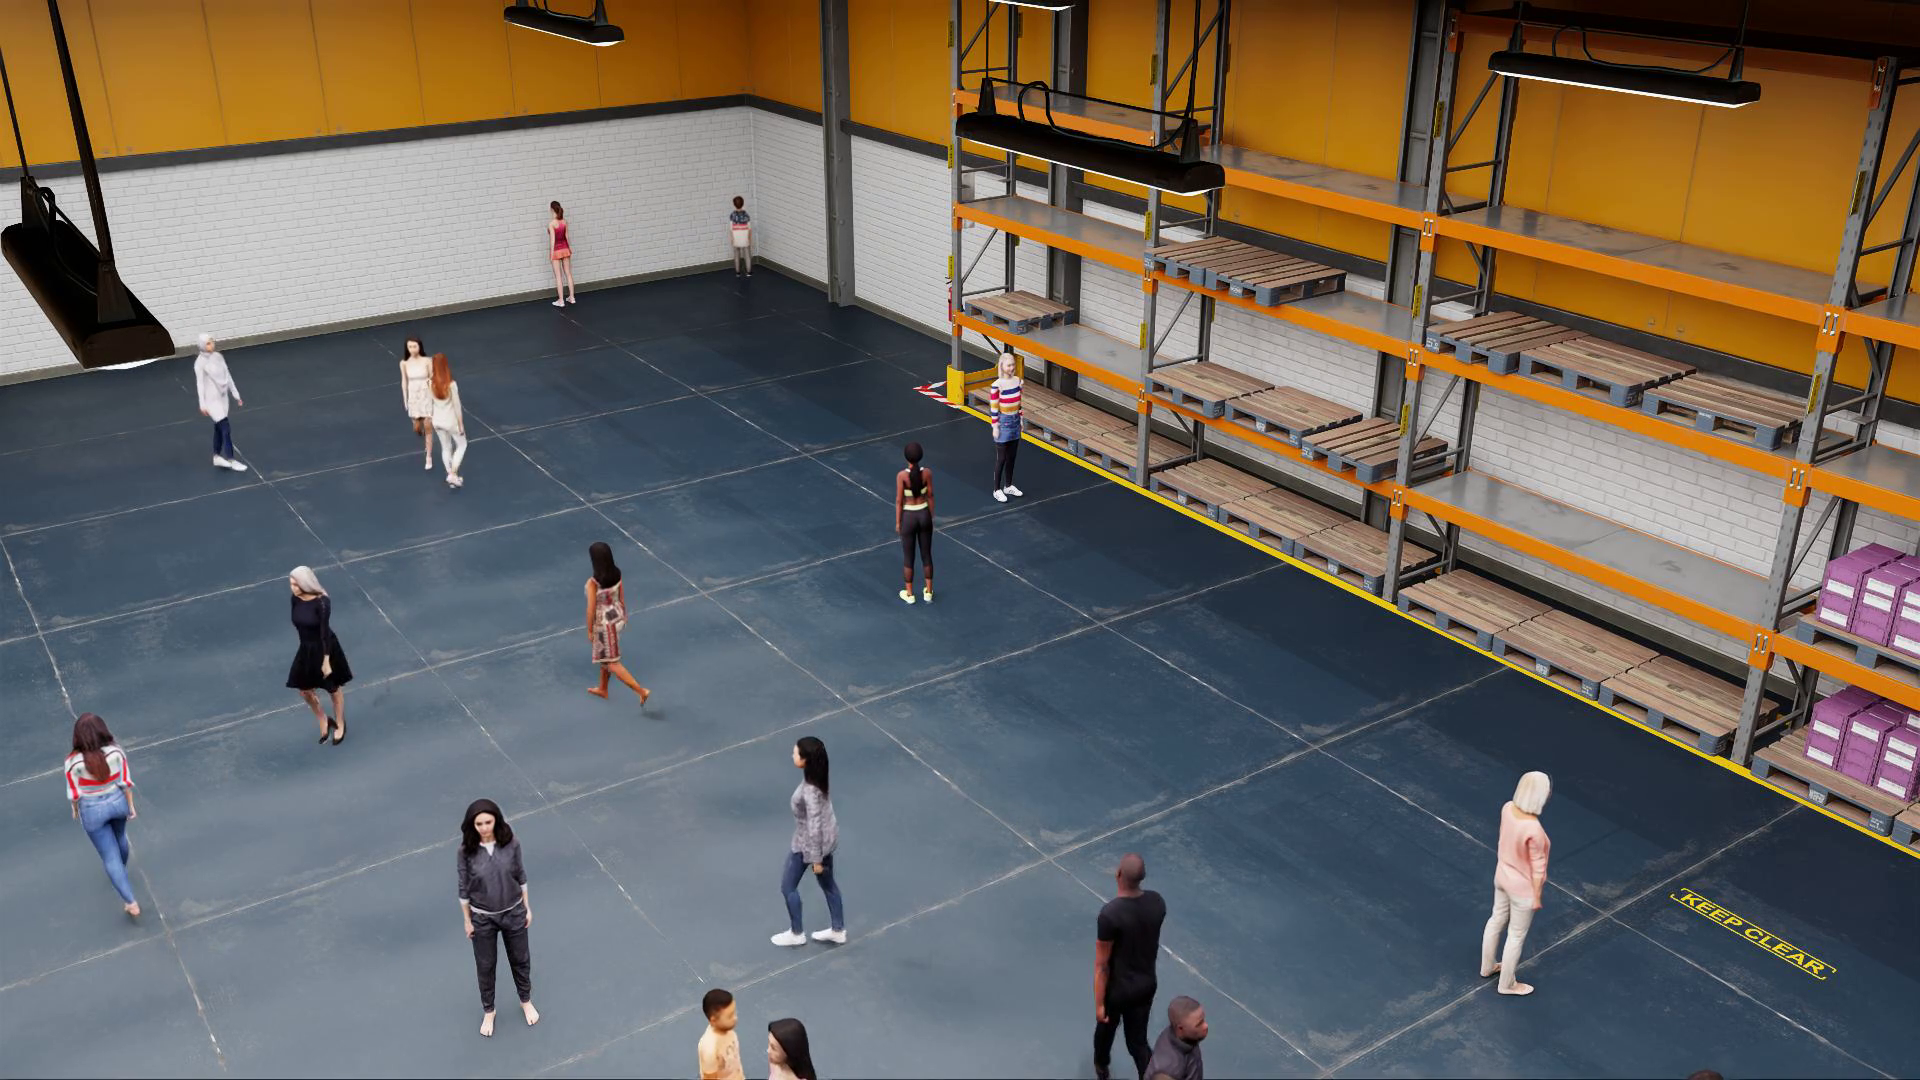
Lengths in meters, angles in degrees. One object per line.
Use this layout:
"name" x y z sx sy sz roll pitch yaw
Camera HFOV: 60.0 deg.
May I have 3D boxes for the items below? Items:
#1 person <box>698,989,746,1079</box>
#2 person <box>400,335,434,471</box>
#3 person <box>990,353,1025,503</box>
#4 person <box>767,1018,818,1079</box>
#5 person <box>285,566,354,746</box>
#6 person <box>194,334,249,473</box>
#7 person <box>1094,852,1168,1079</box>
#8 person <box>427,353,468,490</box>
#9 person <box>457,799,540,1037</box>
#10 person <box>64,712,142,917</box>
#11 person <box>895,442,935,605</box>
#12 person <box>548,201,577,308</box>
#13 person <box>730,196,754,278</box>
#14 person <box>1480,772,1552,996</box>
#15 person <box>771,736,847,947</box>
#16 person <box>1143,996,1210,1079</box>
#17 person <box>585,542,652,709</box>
"person" -1.444 3.254 9.779 0.898 1.446 0.839 4 24 8
"person" -6.733 -1.751 20.880 0.749 1.727 0.837 -3 24 -7
"person" 0.561 -1.368 19.899 0.682 1.809 0.558 -20 31 -38
"person" -0.837 3.360 9.229 0.670 1.694 1.054 -15 28 -30
"person" -5.566 0.989 14.601 0.790 1.735 0.843 6 24 14
"person" -9.359 -1.729 20.794 0.970 1.756 0.886 6 24 14
"person" 1.068 2.848 10.309 0.861 1.767 1.113 -13 27 -28
"person" -6.238 -1.390 20.096 0.778 1.693 0.838 5 24 11
"person" -3.100 2.489 11.132 0.640 1.764 0.577 -10 25 -21
"person" -6.333 2.059 12.355 0.714 1.574 1.108 -21 31 -40
"person" -0.455 -0.183 17.258 0.621 1.755 0.606 -7 25 -15
"person" -6.694 -4.809 27.842 0.636 1.753 0.624 18 29 35
"person" -3.904 -5.411 29.610 0.595 1.440 0.619 -2 24 -5
"person" 3.854 2.350 11.500 0.723 1.725 0.566 -7 25 -16
"person" -0.959 2.179 11.906 0.904 1.714 0.837 6 24 14
"person" 1.096 3.269 9.273 0.841 1.825 0.830 11 26 24
"person" -3.150 0.806 15.162 1.132 1.622 0.914 12 27 26
